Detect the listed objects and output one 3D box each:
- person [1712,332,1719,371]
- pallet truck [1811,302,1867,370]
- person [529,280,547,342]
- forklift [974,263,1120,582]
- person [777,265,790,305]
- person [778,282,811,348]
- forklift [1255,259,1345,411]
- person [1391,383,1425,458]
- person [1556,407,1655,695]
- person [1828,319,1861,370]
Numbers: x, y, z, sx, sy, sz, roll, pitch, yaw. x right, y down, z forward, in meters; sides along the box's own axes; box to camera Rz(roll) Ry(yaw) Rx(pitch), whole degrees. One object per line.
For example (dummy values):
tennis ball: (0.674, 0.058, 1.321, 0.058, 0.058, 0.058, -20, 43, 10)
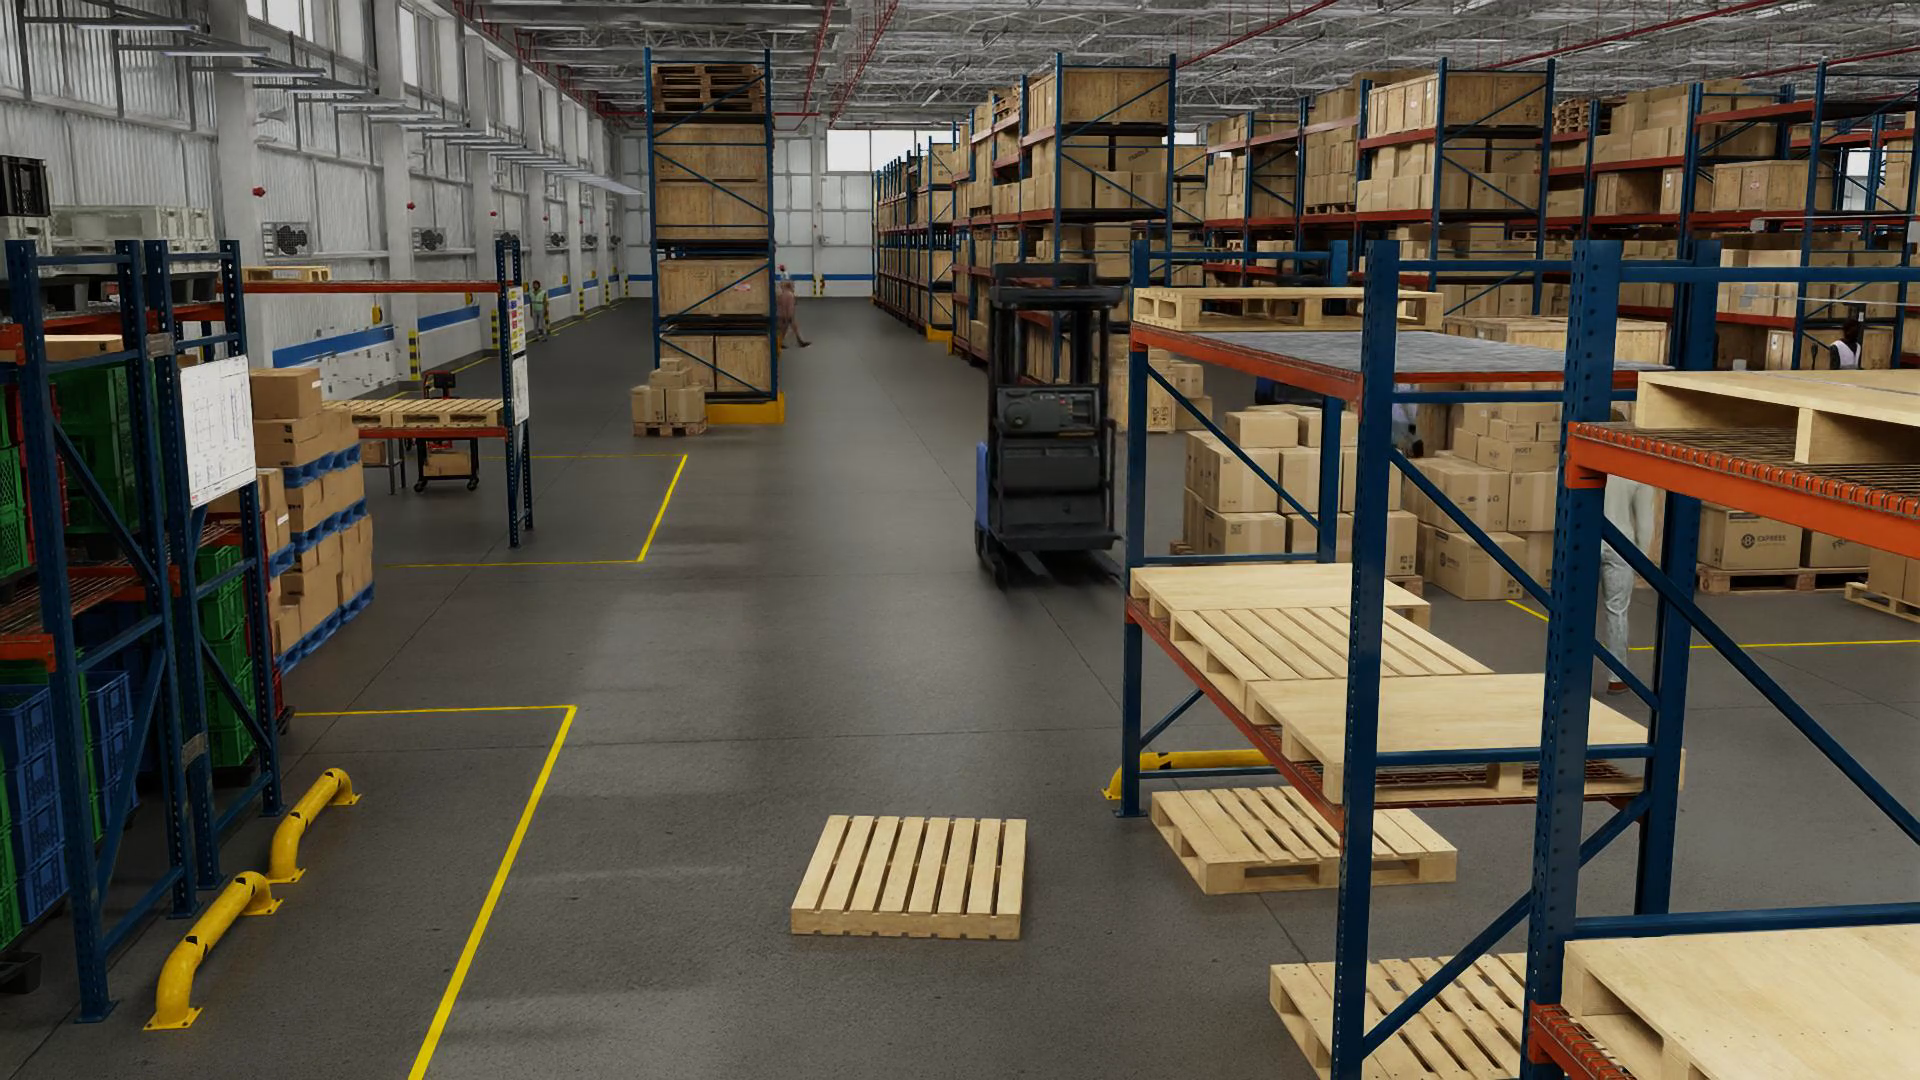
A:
person: (11.546, -2.654, 26.092, 0.609, 1.995, 0.376, 9, 14, 42)
pallet truck: (15.846, -3.142, 28.793, 1.885, 1.965, 0.823, 2, 10, 12)
person: (-12.593, -6.838, 49.731, 0.561, 1.836, 0.394, 3, 11, 18)
forklift: (0.756, -1.157, 15.343, 1.129, 2.768, 1.873, -1, 10, -6)
person: (-8.155, -11.926, 77.871, 1.006, 1.867, 0.611, 5, 12, 28)
person: (-4.714, -6.306, 46.716, 0.977, 1.860, 0.645, -7, 12, -33)
forklift: (5.989, -3.681, 29.329, 1.129, 2.768, 1.873, -1, 10, -6)
person: (5.392, -1.467, 19.818, 0.988, 1.882, 0.568, 5, 11, 26)
person: (4.295, 0.075, 11.132, 0.631, 1.939, 0.372, 5, 11, 26)
person: (12.584, -2.187, 23.713, 0.593, 1.922, 0.391, -6, 12, -31)
